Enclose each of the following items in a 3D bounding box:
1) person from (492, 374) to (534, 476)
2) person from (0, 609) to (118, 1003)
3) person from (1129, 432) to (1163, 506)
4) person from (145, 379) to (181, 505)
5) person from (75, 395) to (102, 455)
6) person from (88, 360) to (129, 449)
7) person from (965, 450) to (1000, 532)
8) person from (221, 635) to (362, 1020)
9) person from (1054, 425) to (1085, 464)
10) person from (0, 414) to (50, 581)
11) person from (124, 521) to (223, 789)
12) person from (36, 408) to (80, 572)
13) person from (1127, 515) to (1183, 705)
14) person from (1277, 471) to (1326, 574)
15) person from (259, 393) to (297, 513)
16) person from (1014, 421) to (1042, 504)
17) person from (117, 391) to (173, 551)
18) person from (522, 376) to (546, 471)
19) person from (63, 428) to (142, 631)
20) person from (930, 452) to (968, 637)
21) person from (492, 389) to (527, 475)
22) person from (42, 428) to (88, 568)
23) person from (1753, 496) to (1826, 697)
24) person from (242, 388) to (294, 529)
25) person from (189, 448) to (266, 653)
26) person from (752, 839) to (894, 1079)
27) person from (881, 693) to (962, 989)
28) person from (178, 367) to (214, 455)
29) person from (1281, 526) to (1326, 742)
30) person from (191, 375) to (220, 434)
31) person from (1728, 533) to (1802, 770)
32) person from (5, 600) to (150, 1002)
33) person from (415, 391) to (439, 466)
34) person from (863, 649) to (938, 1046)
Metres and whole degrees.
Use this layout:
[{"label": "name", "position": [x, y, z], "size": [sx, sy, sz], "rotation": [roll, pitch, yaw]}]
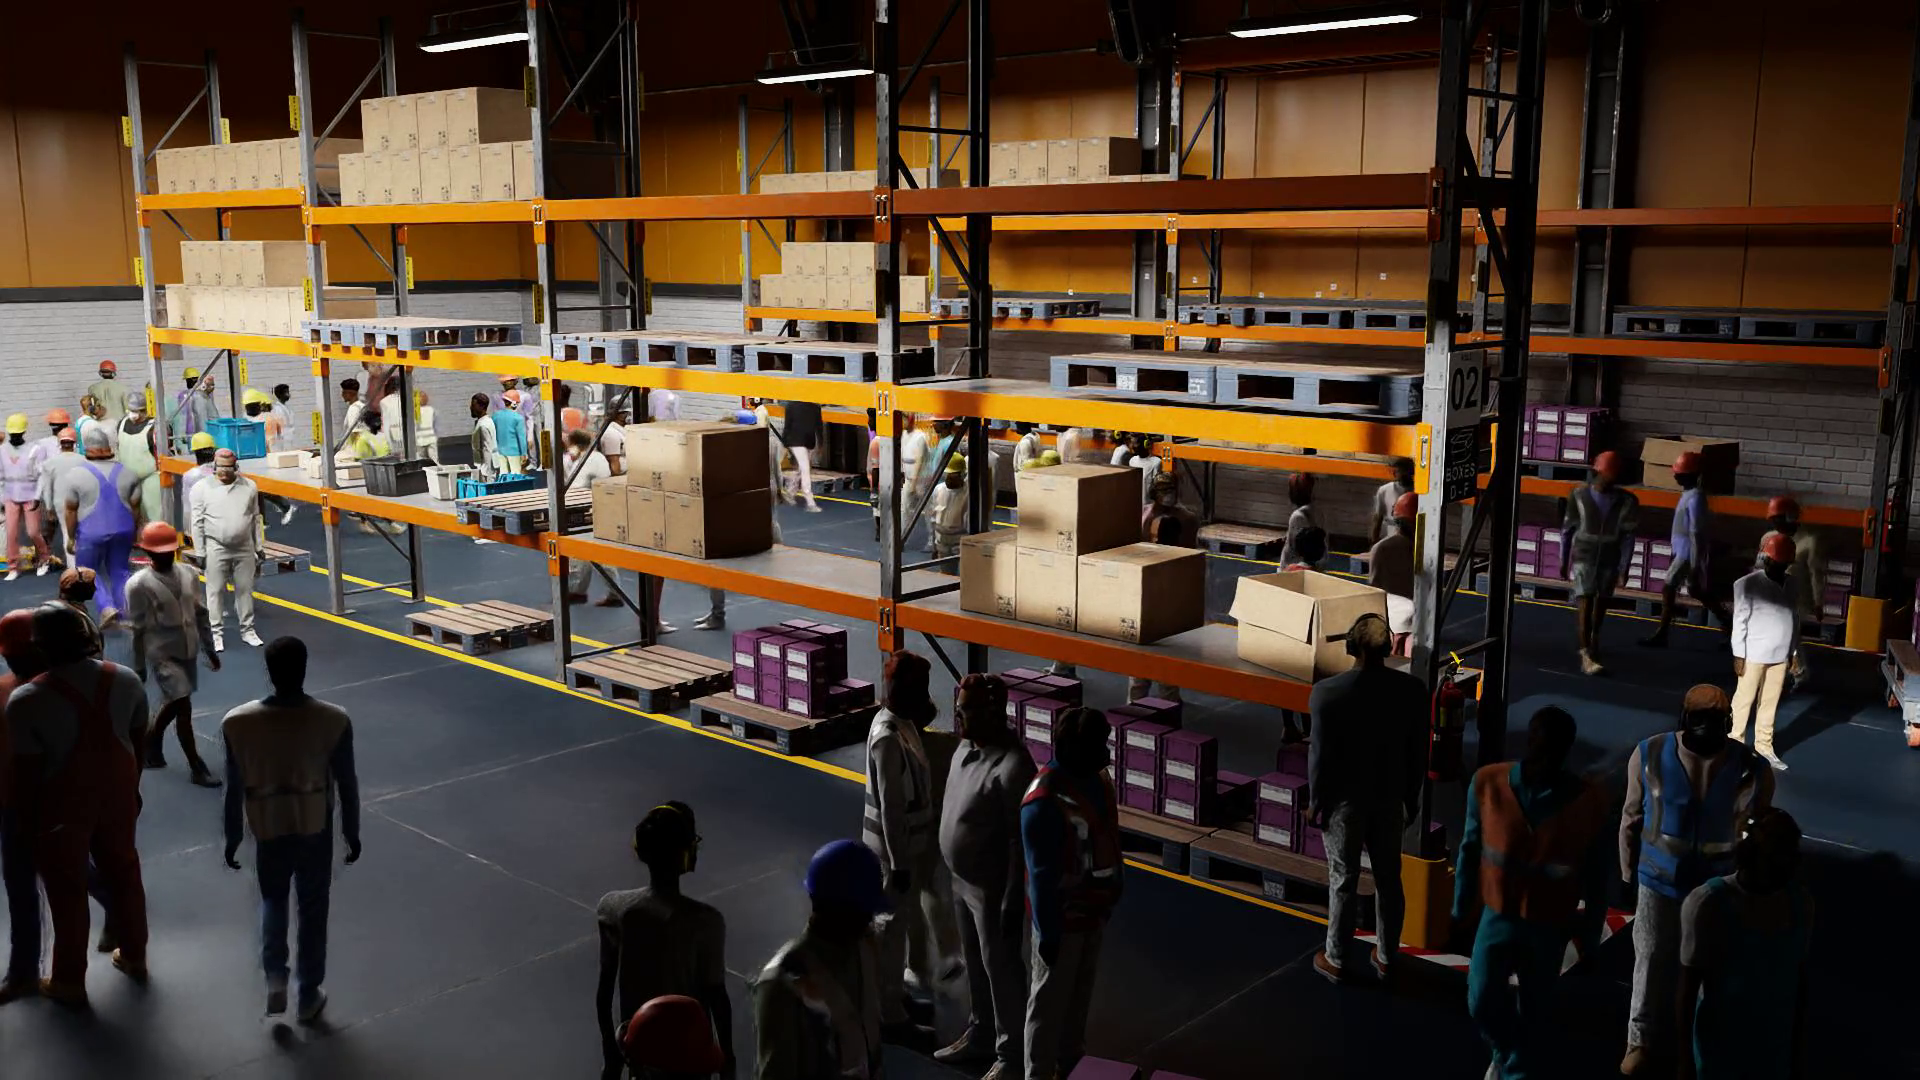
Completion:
[{"label": "person", "position": [-6.518, -1.505, 24.195], "size": [0.615, 2.041, 0.392], "rotation": [2, 10, 8]}, {"label": "person", "position": [-4.680, 1.300, 8.563], "size": [0.628, 1.967, 0.852], "rotation": [2, 10, 10]}, {"label": "person", "position": [1.958, -0.276, 17.792], "size": [0.341, 1.856, 0.519], "rotation": [-7, 12, -34]}, {"label": "person", "position": [-11.508, -1.372, 23.898], "size": [0.993, 1.901, 0.632], "rotation": [9, 13, 40]}, {"label": "person", "position": [-11.377, -0.981, 21.815], "size": [0.504, 1.840, 0.342], "rotation": [8, 13, 40]}, {"label": "person", "position": [-13.350, -1.833, 26.191], "size": [0.623, 1.989, 0.400], "rotation": [-3, 10, -15]}, {"label": "person", "position": [0.213, -0.452, 19.062], "size": [0.339, 1.748, 0.565], "rotation": [9, 13, 42]}, {"label": "person", "position": [-3.248, 1.412, 8.105], "size": [0.639, 1.896, 0.446], "rotation": [-2, 10, -13]}, {"label": "person", "position": [1.325, -0.720, 20.214], "size": [0.490, 1.876, 0.642], "rotation": [-3, 10, -17]}, {"label": "person", "position": [-10.613, -0.490, 18.854], "size": [0.602, 1.900, 0.546], "rotation": [-1, 10, -5]}, {"label": "person", "position": [-5.617, 0.780, 11.765], "size": [0.956, 1.895, 0.564], "rotation": [5, 11, 27]}, {"label": "person", "position": [-10.527, -0.578, 19.401], "size": [0.545, 1.901, 0.877], "rotation": [0, 10, 1]}, {"label": "person", "position": [1.472, 0.719, 12.233], "size": [0.638, 1.829, 0.429], "rotation": [9, 13, 42]}, {"label": "person", "position": [2.856, 0.332, 14.330], "size": [0.856, 1.856, 0.563], "rotation": [5, 11, 28]}, {"label": "person", "position": [-9.758, -1.207, 23.436], "size": [0.769, 1.711, 0.504], "rotation": [2, 10, 11]}, {"label": "person", "position": [0.777, -0.620, 19.521], "size": [0.366, 1.927, 0.585], "rotation": [2, 10, 13]}, {"label": "person", "position": [-10.108, -0.884, 20.690], "size": [0.704, 2.000, 0.707], "rotation": [3, 10, 14]}, {"label": "person", "position": [-7.207, -2.028, 28.036], "size": [0.489, 1.733, 0.317], "rotation": [4, 11, 23]}, {"label": "person", "position": [-8.374, -0.098, 16.243], "size": [0.586, 2.000, 0.733], "rotation": [9, 13, 40]}, {"label": "person", "position": [-0.035, 0.060, 15.984], "size": [0.590, 1.823, 0.404], "rotation": [6, 12, 30]}, {"label": "person", "position": [-6.412, -1.283, 23.798], "size": [0.577, 1.739, 0.353], "rotation": [6, 11, 29]}, {"label": "person", "position": [-10.054, -0.401, 18.847], "size": [0.572, 1.731, 0.481], "rotation": [-4, 11, -24]}, {"label": "person", "position": [6.863, 0.488, 13.881], "size": [0.894, 1.697, 0.577], "rotation": [-4, 11, -24]}, {"label": "person", "position": [-9.264, -1.069, 22.113], "size": [0.595, 1.912, 0.554], "rotation": [6, 12, 31]}, {"label": "person", "position": [-6.844, 0.088, 15.595], "size": [0.636, 1.902, 0.406], "rotation": [-9, 13, -40]}, {"label": "person", "position": [-0.420, 1.891, 5.372], "size": [0.544, 1.928, 0.643], "rotation": [5, 11, 25]}, {"label": "person", "position": [-0.217, 1.504, 8.381], "size": [0.531, 1.614, 0.372], "rotation": [-8, 13, -38]}, {"label": "person", "position": [-11.791, -1.708, 25.700], "size": [0.392, 1.918, 0.588], "rotation": [6, 12, 31]}, {"label": "person", "position": [2.612, 0.735, 12.509], "size": [0.319, 1.696, 0.532], "rotation": [-4, 11, -22]}, {"label": "person", "position": [-11.094, -1.491, 24.548], "size": [0.401, 1.894, 0.653], "rotation": [-4, 11, -20]}, {"label": "person", "position": [5.814, 0.806, 11.968], "size": [0.560, 1.743, 0.338], "rotation": [-3, 10, -15]}, {"label": "person", "position": [-4.480, 1.288, 8.407], "size": [0.538, 2.000, 0.681], "rotation": [6, 12, 32]}, {"label": "person", "position": [-8.157, -1.471, 25.269], "size": [0.875, 1.584, 0.538], "rotation": [9, 13, 41]}, {"label": "person", "position": [-0.284, 1.448, 7.939], "size": [0.355, 1.887, 0.573], "rotation": [0, 10, 0]}]
